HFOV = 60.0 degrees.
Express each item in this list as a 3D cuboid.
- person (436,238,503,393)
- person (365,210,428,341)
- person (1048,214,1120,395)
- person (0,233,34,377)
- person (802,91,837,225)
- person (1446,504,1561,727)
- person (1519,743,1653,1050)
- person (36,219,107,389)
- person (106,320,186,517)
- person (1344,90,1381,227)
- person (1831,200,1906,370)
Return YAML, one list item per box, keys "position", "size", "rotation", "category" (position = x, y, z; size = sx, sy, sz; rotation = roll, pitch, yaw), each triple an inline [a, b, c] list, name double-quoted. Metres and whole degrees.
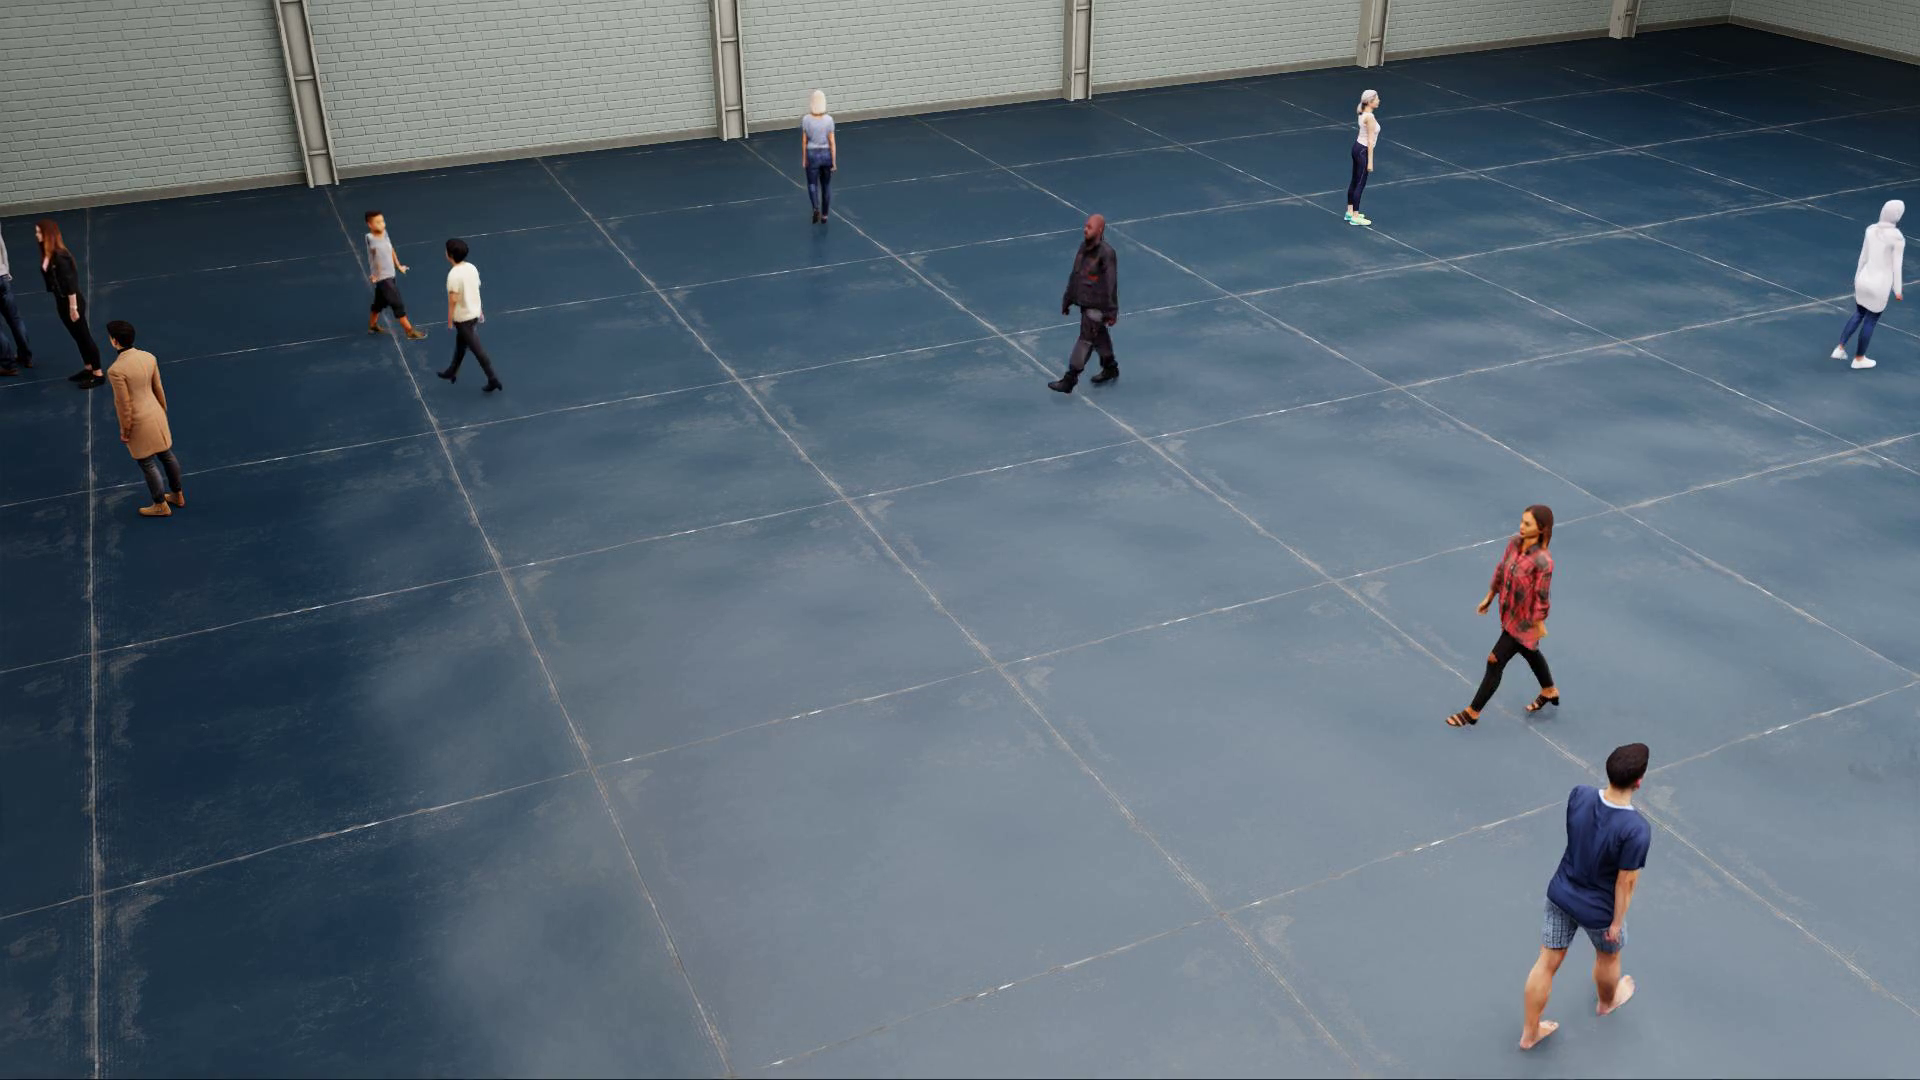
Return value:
- position: [-4.778, -2.158, 16.315]
  size: [1.067, 1.547, 0.970]
  rotation: [7, 29, 12]
  category: "person"
- position: [-6.231, -2.885, 17.814]
  size: [1.040, 1.422, 0.920]
  rotation: [6, 29, 12]
  category: "person"
- position: [1.398, -2.339, 16.395]
  size: [1.210, 1.791, 0.768]
  rotation: [-15, 32, -26]
  category: "person"
- position: [-9.799, -2.606, 16.772]
  size: [0.880, 1.908, 0.833]
  rotation: [8, 29, 15]
  category: "person"
- position: [-1.800, -4.823, 21.147]
  size: [0.860, 1.709, 0.822]
  rotation: [-1, 28, -3]
  category: "person"
- position: [3.843, 0.513, 11.179]
  size: [1.161, 1.660, 0.837]
  rotation: [-4, 28, -8]
  category: "person"
- position: [3.135, 1.871, 8.468]
  size: [1.096, 1.810, 0.792]
  rotation: [-22, 35, -35]
  category: "person"
- position: [-8.829, -2.366, 16.532]
  size: [0.608, 1.710, 0.645]
  rotation: [-21, 35, -34]
  category: "person"
- position: [-6.879, -1.030, 14.006]
  size: [0.827, 1.726, 0.770]
  rotation: [9, 29, 17]
  category: "person"
- position: [5.156, -4.919, 21.334]
  size: [0.644, 1.702, 0.661]
  rotation: [-2, 28, -4]
  category: "person"
- position: [9.215, -2.567, 16.844]
  size: [0.696, 1.772, 0.674]
  rotation: [-8, 29, -14]
  category: "person"
